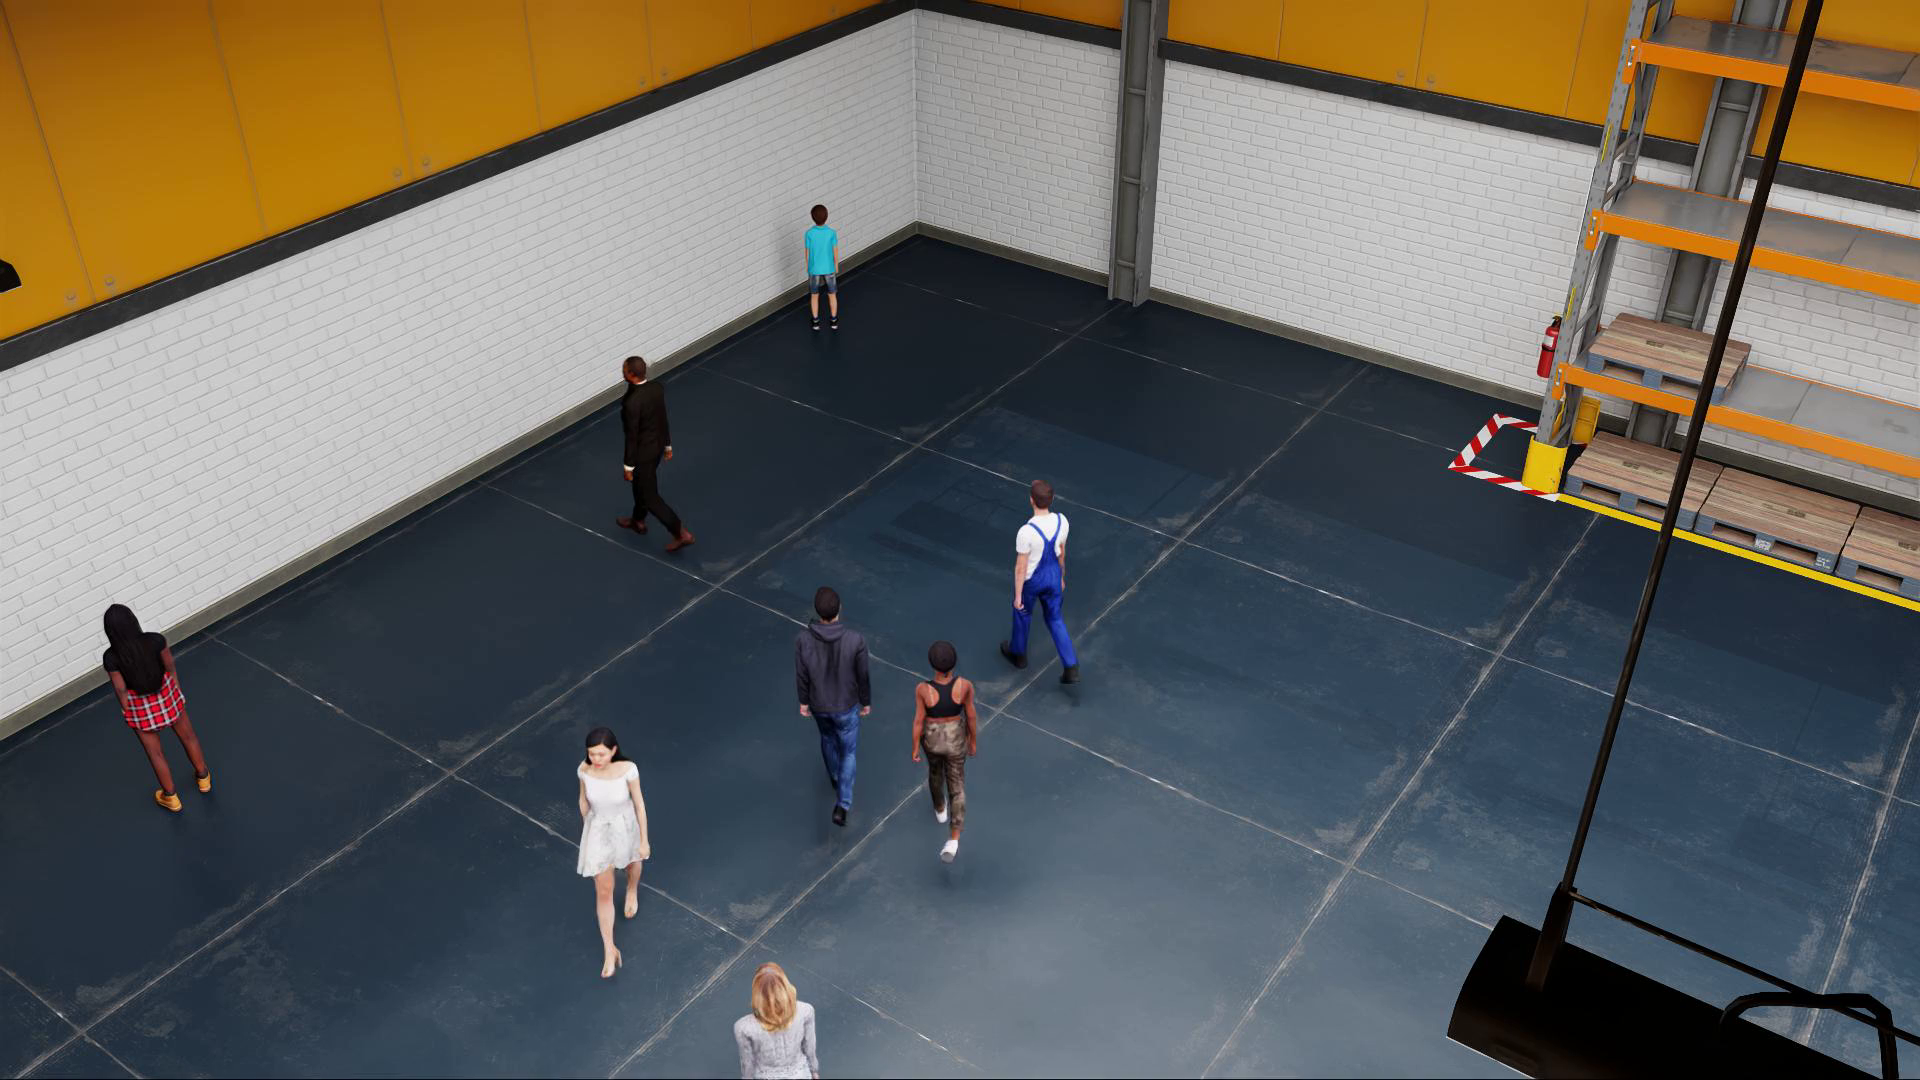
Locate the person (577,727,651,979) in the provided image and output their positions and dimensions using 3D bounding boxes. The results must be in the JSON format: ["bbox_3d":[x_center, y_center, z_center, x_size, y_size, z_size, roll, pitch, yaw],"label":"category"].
[{"bbox_3d":[-2.232,1.873,10.886,1.112,1.742,1.081,0,34,-1],"label":"person"}]

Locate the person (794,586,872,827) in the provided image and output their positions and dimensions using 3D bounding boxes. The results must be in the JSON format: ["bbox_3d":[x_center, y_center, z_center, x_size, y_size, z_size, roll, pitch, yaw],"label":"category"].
[{"bbox_3d":[-0.901,1.201,11.782,1.180,1.870,1.125,1,34,2],"label":"person"}]

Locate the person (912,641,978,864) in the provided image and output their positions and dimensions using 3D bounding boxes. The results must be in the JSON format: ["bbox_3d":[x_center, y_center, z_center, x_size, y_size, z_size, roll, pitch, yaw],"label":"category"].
[{"bbox_3d":[-0.092,1.474,11.546,1.084,1.676,1.087,-3,34,-5],"label":"person"}]

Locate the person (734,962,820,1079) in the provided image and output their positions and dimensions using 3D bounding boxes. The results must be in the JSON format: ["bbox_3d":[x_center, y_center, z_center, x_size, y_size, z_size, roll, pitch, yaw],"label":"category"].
[{"bbox_3d":[-0.984,2.996,9.149,0.657,1.795,0.683,-11,35,-15],"label":"person"}]

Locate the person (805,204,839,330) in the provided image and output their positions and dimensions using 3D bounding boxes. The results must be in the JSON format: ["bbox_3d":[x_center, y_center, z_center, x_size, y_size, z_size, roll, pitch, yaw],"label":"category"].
[{"bbox_3d":[-1.545,-3.054,18.564,0.589,1.448,0.650,-5,34,-8],"label":"person"}]

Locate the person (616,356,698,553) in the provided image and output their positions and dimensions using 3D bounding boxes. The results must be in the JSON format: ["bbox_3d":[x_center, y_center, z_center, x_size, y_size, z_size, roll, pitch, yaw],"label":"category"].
[{"bbox_3d":[-2.718,-0.734,14.690,1.246,1.873,0.885,13,36,19],"label":"person"}]

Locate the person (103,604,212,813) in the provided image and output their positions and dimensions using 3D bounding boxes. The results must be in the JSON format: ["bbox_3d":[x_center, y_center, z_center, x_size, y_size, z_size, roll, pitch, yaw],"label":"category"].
[{"bbox_3d":[-5.789,1.183,11.939,0.634,1.725,0.647,28,42,35],"label":"person"}]

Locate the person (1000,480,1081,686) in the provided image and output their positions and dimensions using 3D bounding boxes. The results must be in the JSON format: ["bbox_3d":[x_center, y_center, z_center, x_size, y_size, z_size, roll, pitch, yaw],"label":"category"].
[{"bbox_3d":[0.675,0.380,13.057,0.969,1.826,1.237,-17,37,-24],"label":"person"}]
